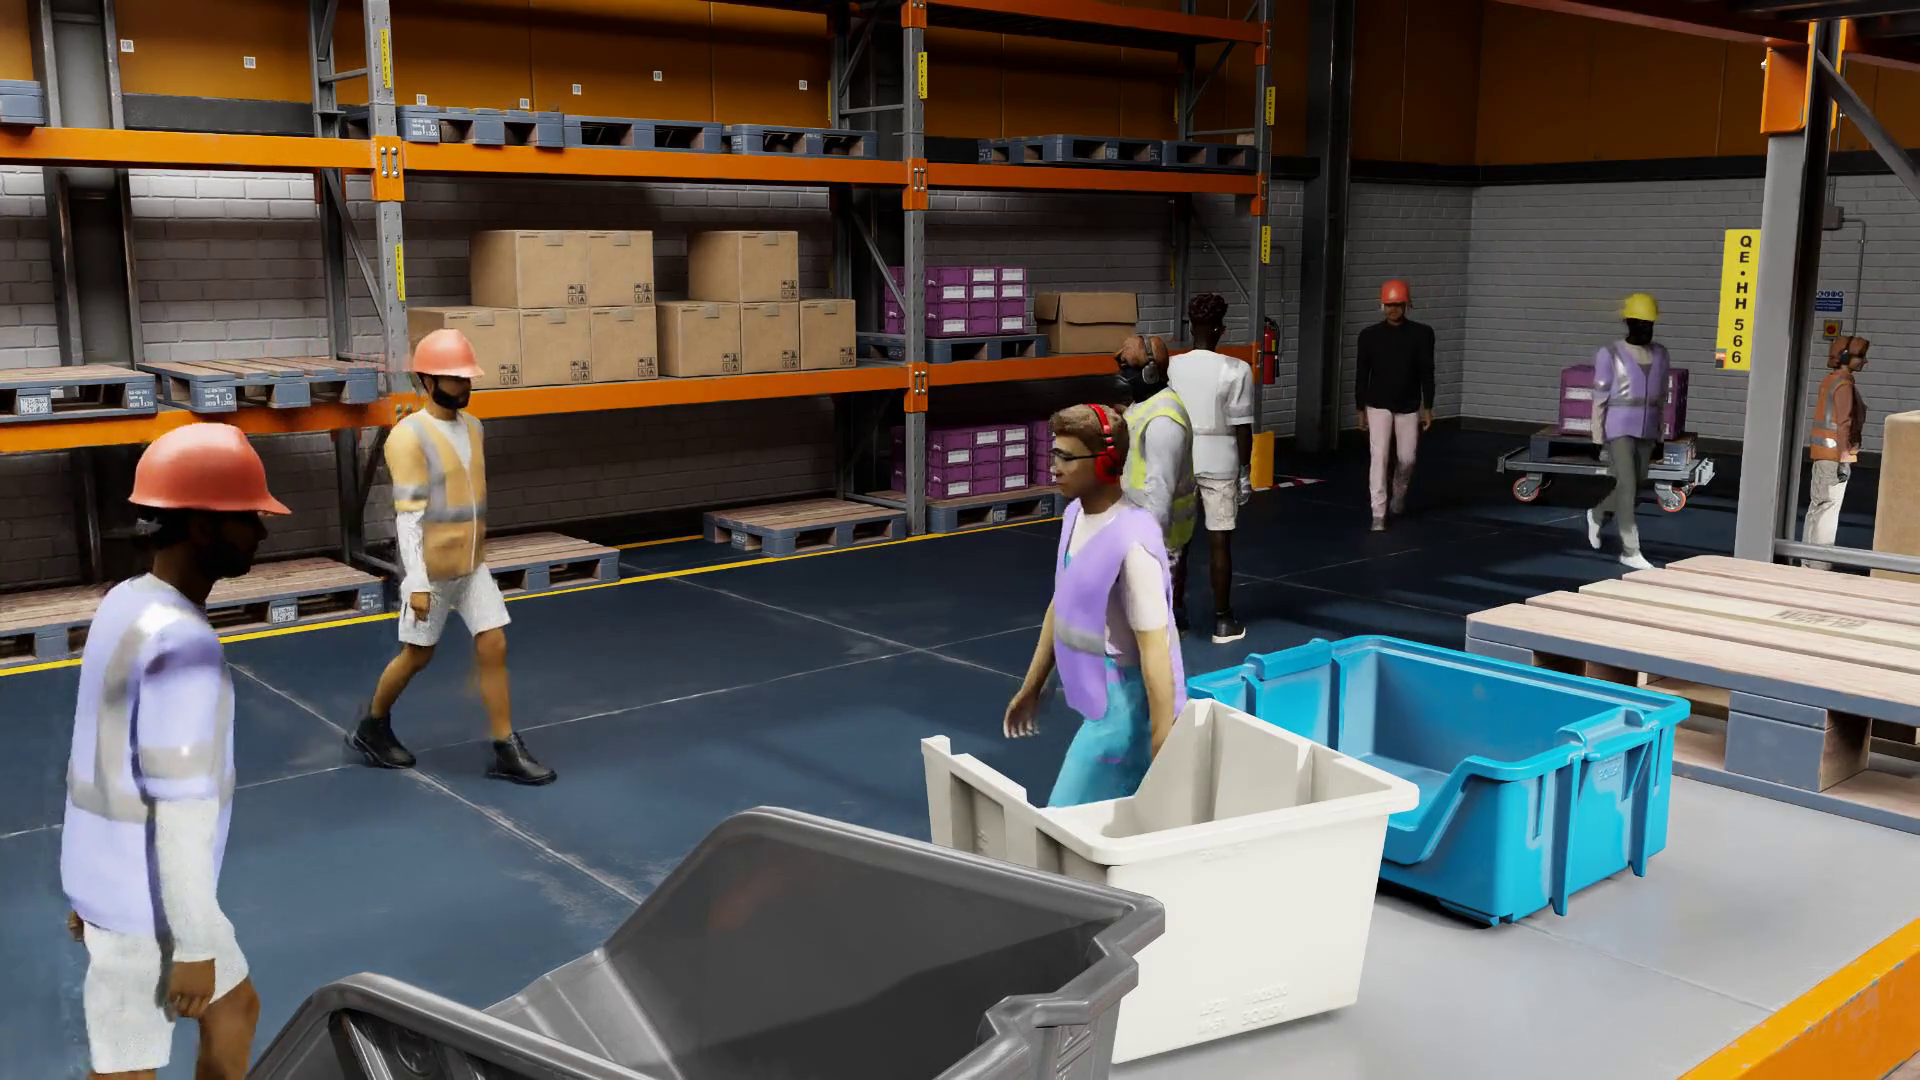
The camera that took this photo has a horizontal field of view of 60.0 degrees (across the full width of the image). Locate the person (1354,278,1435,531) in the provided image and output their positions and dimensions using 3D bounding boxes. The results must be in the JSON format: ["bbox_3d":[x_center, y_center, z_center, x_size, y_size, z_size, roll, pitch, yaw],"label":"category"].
[{"bbox_3d":[3.426,-1.081,13.150,0.618,1.969,0.773,3,10,14],"label":"person"}]

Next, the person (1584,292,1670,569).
[{"bbox_3d":[4.655,-0.781,11.665,0.603,1.903,0.789,-3,11,-17],"label":"person"}]

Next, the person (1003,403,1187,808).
[{"bbox_3d":[0.456,0.493,4.845,0.964,1.798,0.574,-1,10,-8],"label":"person"}]

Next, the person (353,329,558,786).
[{"bbox_3d":[-2.176,0.073,6.899,0.964,1.899,0.559,4,11,23],"label":"person"}]

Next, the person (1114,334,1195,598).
[{"bbox_3d":[0.837,-0.008,7.524,0.430,1.837,0.627,0,10,-1],"label":"person"}]

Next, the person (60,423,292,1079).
[{"bbox_3d":[-1.738,0.713,3.385,0.838,1.891,0.564,-6,12,-31],"label":"person"}]

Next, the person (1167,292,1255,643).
[{"bbox_3d":[1.358,-0.402,9.347,0.608,1.966,0.374,5,11,27],"label":"person"}]

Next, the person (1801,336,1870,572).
[{"bbox_3d":[5.753,-0.521,10.939,0.312,1.636,0.520,3,11,16],"label":"person"}]
